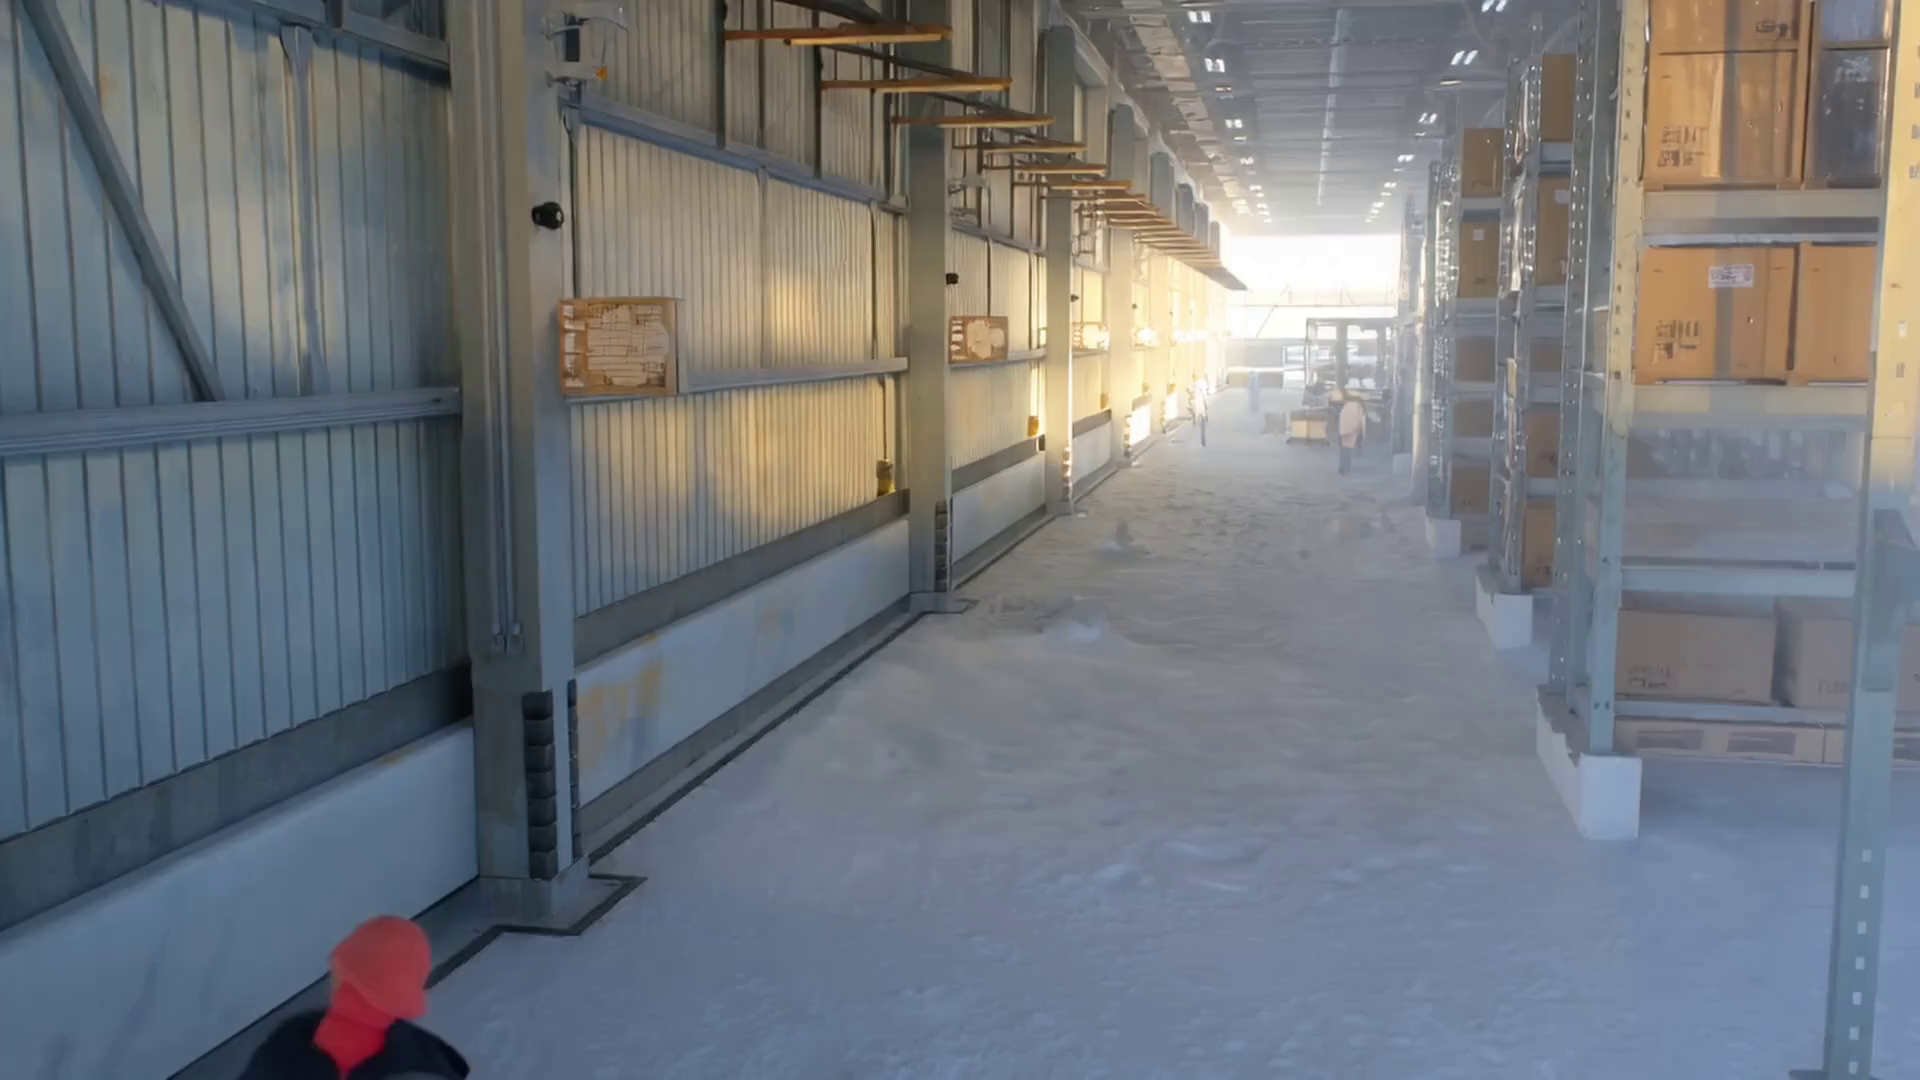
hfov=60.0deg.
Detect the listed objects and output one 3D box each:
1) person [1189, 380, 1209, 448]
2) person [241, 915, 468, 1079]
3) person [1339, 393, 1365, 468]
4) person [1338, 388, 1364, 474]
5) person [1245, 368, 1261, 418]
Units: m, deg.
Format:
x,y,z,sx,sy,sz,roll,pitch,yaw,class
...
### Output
x,y,z,sx,sy,sz,roll,pitch,yaw,class
6.405,-3.361,44.441,0.430,1.840,0.621,-6,9,-38,person
-1.522,1.743,4.119,0.627,1.695,0.400,0,7,-3,person
8.954,-2.502,37.975,0.580,1.726,0.365,4,8,27,person
8.500,-2.334,36.034,0.553,1.889,0.707,-1,7,-6,person
10.609,-5.314,60.119,0.585,1.821,0.696,3,8,25,person
